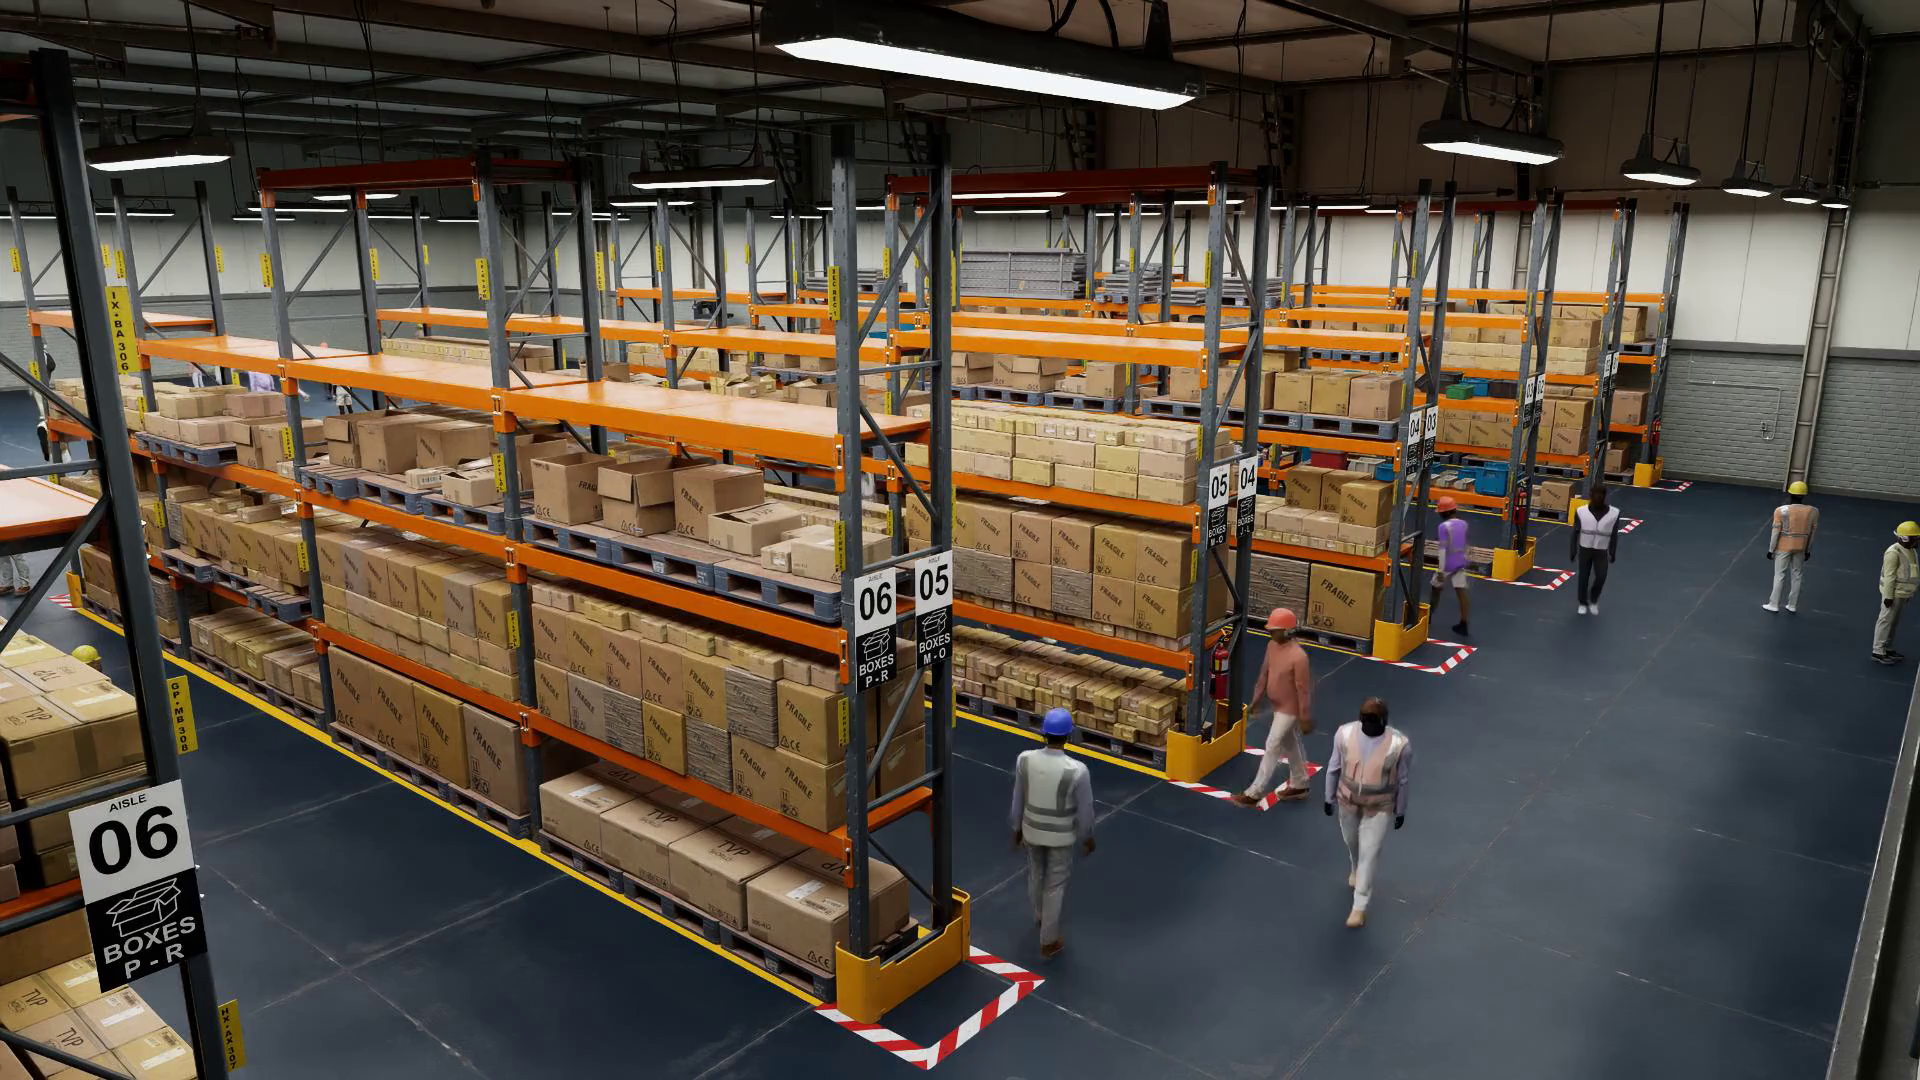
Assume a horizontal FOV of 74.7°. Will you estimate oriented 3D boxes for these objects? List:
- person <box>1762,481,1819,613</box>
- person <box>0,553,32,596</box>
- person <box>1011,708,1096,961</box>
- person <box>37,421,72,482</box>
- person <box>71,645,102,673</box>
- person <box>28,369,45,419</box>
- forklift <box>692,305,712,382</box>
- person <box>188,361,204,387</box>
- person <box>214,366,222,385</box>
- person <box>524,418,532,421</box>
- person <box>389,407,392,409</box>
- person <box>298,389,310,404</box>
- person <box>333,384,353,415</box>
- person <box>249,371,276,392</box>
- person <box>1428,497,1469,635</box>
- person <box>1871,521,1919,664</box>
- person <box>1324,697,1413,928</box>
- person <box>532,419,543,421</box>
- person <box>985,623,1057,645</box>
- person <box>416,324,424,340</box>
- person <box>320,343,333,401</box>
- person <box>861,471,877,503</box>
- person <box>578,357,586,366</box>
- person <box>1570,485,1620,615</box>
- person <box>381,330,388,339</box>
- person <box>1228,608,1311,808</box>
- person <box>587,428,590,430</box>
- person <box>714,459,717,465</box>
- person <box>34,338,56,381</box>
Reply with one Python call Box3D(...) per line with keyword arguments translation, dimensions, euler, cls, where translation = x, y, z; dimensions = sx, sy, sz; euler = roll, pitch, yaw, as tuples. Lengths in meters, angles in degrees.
Box3D(translation=(11.986, 0.104, 18.178), dimensions=(0.587, 1.930, 0.363), euler=(2, 14, 7), cls="person")
Box3D(translation=(-14.458, -0.113, 19.055), dimensions=(0.631, 1.938, 0.362), euler=(2, 14, 7), cls="person")
Box3D(translation=(0.759, 2.190, 9.637), dimensions=(0.616, 1.922, 0.805), euler=(9, 16, 32), cls="person")
Box3D(translation=(-19.091, -1.872, 26.562), dimensions=(0.496, 1.811, 0.643), euler=(2, 14, 10), cls="person")
Box3D(translation=(-7.936, 1.809, 11.580), dimensions=(0.483, 1.737, 0.320), euler=(3, 14, 12), cls="person")
Box3D(translation=(-27.341, -4.397, 37.350), dimensions=(0.358, 1.620, 0.501), euler=(4, 14, 17), cls="person")
Box3D(translation=(-9.511, -7.392, 47.124), dimensions=(1.873, 2.768, 1.129), euler=(11, 17, 38), cls="forklift")
Box3D(translation=(-25.330, -5.534, 41.709), dimensions=(0.308, 1.772, 0.525), euler=(1, 14, 5), cls="person")
Box3D(translation=(-22.687, -4.911, 38.822), dimensions=(0.555, 1.926, 0.648), euler=(0, 14, 1), cls="person")
Box3D(translation=(-10.566, -2.819, 30.360), dimensions=(0.979, 1.874, 0.649), euler=(8, 16, 31), cls="person")
Box3D(translation=(-16.758, -4.329, 36.687), dimensions=(0.470, 1.803, 0.703), euler=(-10, 17, -35), cls="person")
Box3D(translation=(-21.205, -5.223, 39.998), dimensions=(0.658, 1.973, 0.629), euler=(-3, 14, -10), cls="person")
Box3D(translation=(-17.466, -4.152, 35.610), dimensions=(0.368, 1.966, 0.603), euler=(8, 16, 29), cls="person")
Box3D(translation=(-20.524, -4.443, 36.993), dimensions=(0.819, 1.882, 0.642), euler=(6, 15, 23), cls="person")
Box3D(translation=(6.710, 0.317, 17.405), dimensions=(0.609, 1.868, 0.984), euler=(-6, 15, -23), cls="person")
Box3D(translation=(11.990, 0.659, 16.091), dimensions=(0.597, 1.836, 0.404), euler=(-9, 17, -34), cls="person")
Box3D(translation=(3.290, 2.107, 10.210), dimensions=(0.639, 1.807, 0.913), euler=(9, 16, 34), cls="person")
Box3D(translation=(-10.932, -3.232, 32.182), dimensions=(0.876, 1.791, 0.628), euler=(7, 15, 27), cls="person")
Box3D(translation=(0.814, 0.477, 16.772), dimensions=(0.893, 1.873, 0.639), euler=(6, 15, 24), cls="person")
Box3D(translation=(-22.271, -8.101, 52.281), dimensions=(0.546, 1.751, 0.450), euler=(5, 14, 19), cls="person")
Box3D(translation=(-20.942, -5.574, 41.659), dimensions=(0.546, 1.878, 1.003), euler=(-9, 17, -34), cls="person")
Box3D(translation=(-1.640, -0.528, 20.814), dimensions=(0.840, 1.916, 0.545), euler=(8, 16, 31), cls="person")
Box3D(translation=(-11.135, -4.510, 37.335), dimensions=(0.341, 1.846, 0.510), euler=(-3, 14, -10), cls="person")
Box3D(translation=(9.071, 0.152, 18.042), dimensions=(0.615, 1.897, 0.535), euler=(5, 15, 20), cls="person")
Box3D(translation=(-22.984, -7.566, 50.364), dimensions=(0.521, 1.638, 0.317), euler=(8, 16, 30), cls="person")
Box3D(translation=(2.969, 1.599, 11.980), dimensions=(0.960, 1.946, 0.611), euler=(-3, 14, -12), cls="person")
Box3D(translation=(-10.158, -3.927, 35.429), dimensions=(0.684, 1.621, 0.523), euler=(-10, 17, -35), cls="person")
Box3D(translation=(-5.622, -2.293, 28.148), dimensions=(0.632, 1.877, 0.453), euler=(-12, 18, -41), cls="person")
Box3D(translation=(-30.272, -5.652, 41.717), dimensions=(0.536, 2.000, 0.688), euler=(-8, 16, -29), cls="person")
